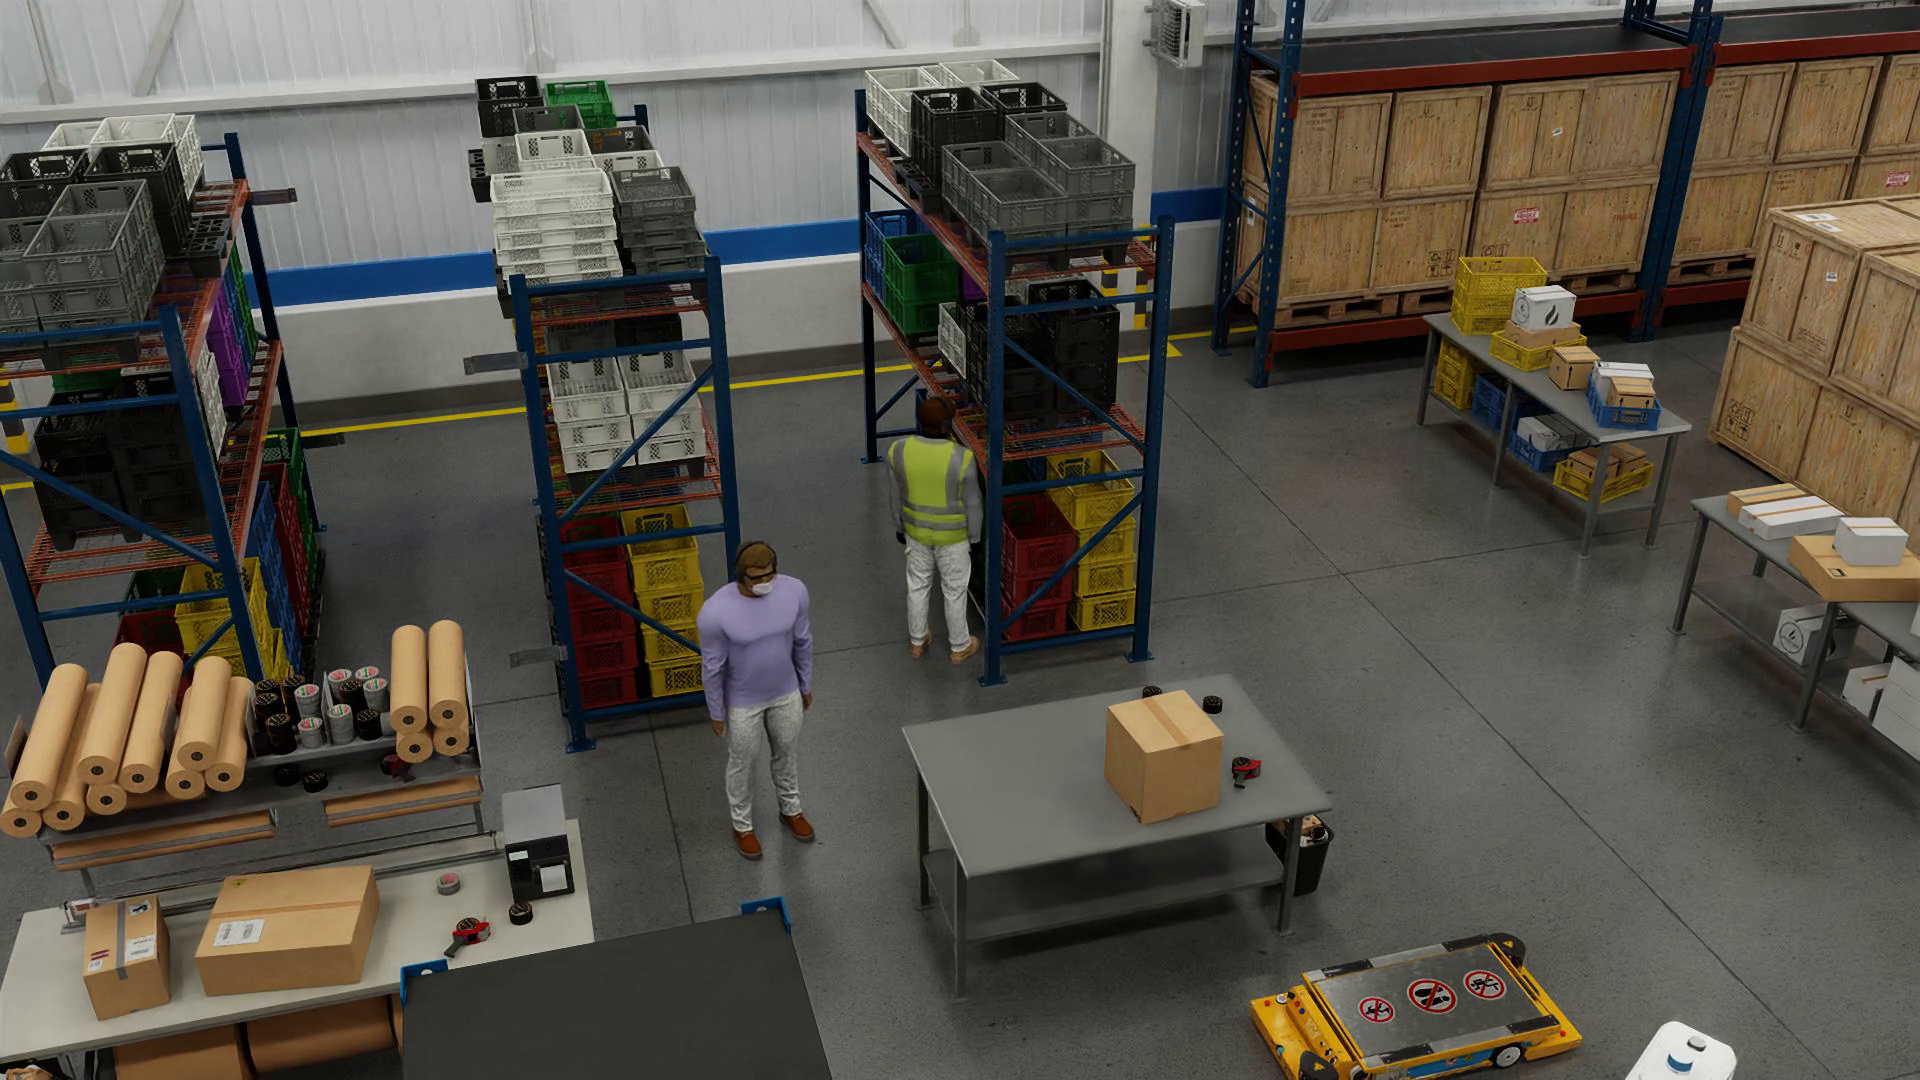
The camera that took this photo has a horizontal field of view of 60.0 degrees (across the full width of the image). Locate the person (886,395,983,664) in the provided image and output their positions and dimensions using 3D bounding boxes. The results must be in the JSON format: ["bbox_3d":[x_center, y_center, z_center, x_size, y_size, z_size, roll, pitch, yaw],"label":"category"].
[{"bbox_3d":[-0.139,-0.061,10.632,0.621,1.838,0.429,10,30,18],"label":"person"}]

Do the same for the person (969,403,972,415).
[{"bbox_3d":[0.149,-1.752,13.657,0.340,1.883,0.585,-3,29,-6],"label":"person"}]

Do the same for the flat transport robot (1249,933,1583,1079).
[{"bbox_3d":[2.184,2.282,7.980,1.431,0.197,0.652,-8,30,-14],"label":"flat transport robot"}]

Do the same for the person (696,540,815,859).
[{"bbox_3d":[-1.070,0.832,8.911,0.630,1.932,0.363,-16,33,-27],"label":"person"}]

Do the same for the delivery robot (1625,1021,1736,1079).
[{"bbox_3d":[3.127,2.436,7.314,0.477,0.478,0.707,23,36,35],"label":"delivery robot"}]
